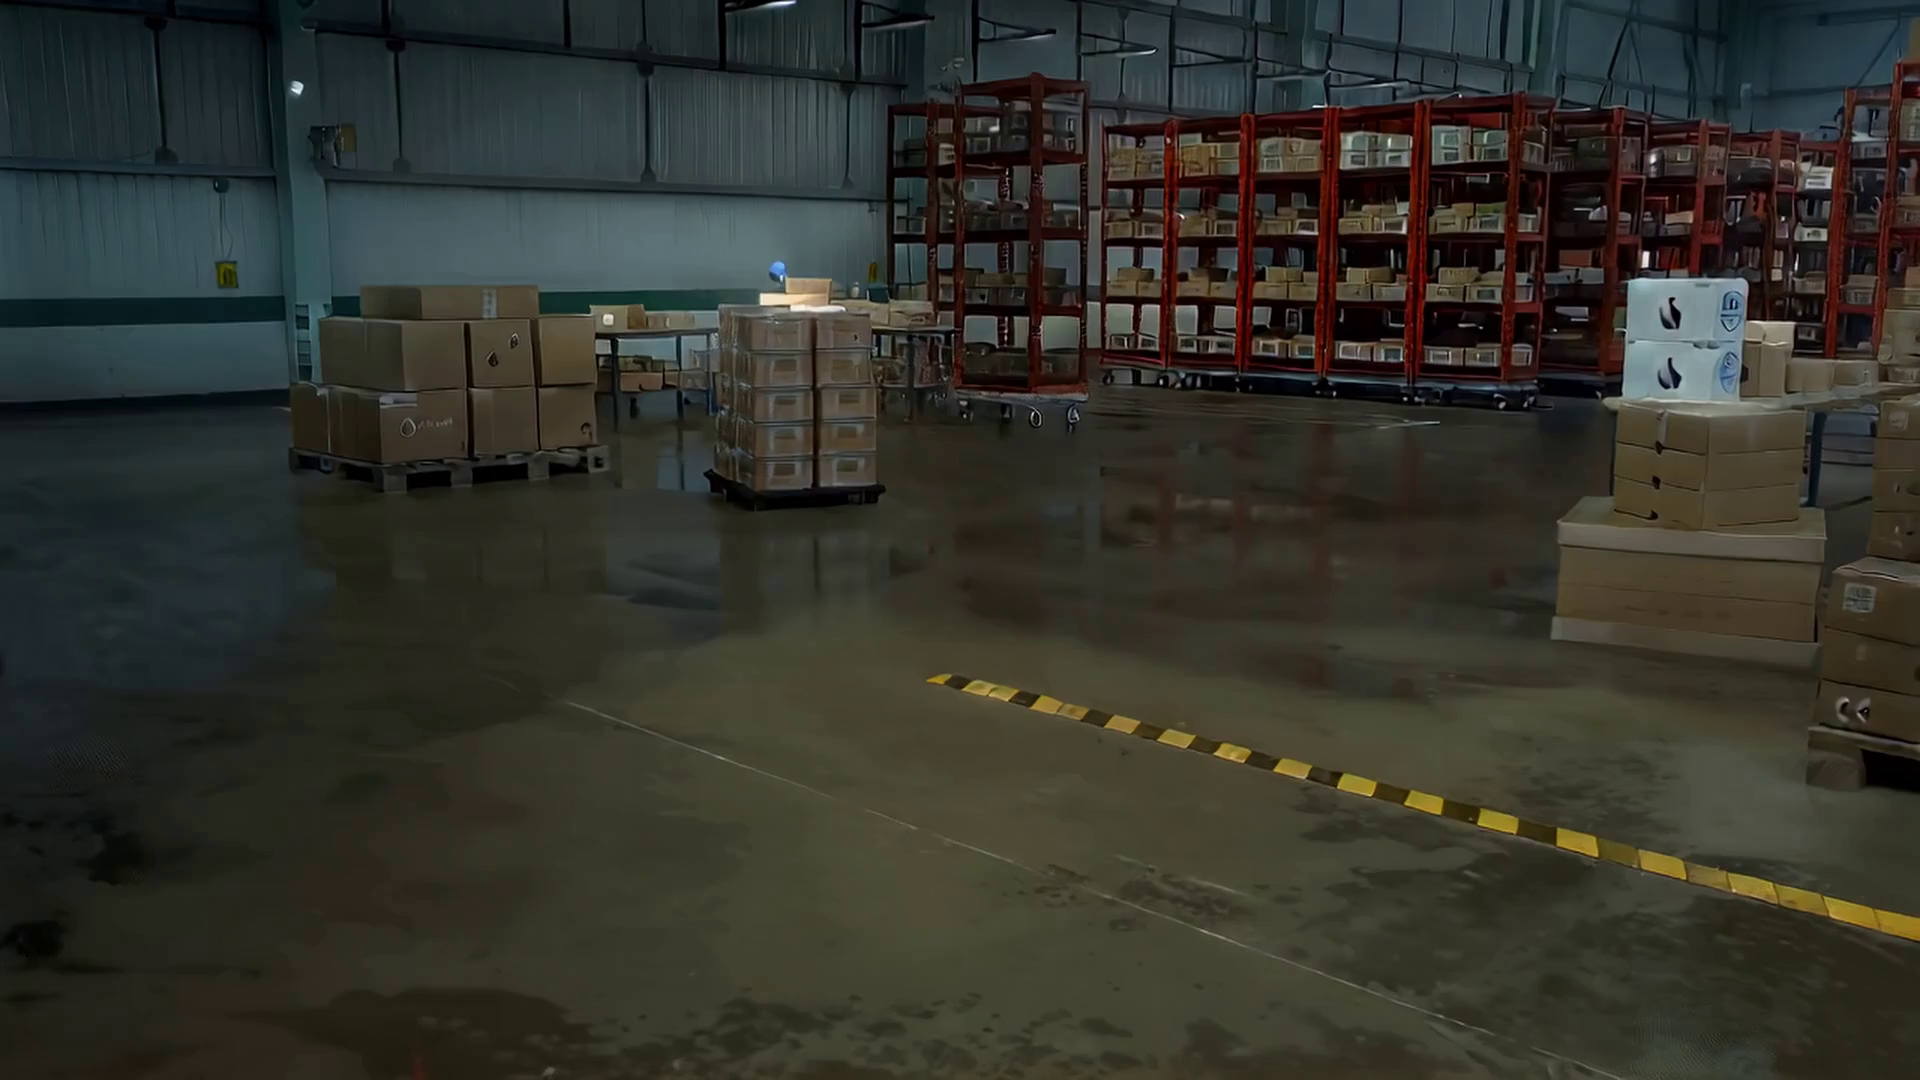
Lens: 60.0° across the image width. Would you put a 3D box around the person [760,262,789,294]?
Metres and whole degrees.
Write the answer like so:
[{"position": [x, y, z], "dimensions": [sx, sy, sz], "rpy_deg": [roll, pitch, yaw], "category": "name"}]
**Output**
[{"position": [-2.509, -2.839, 22.184], "dimensions": [0.842, 1.720, 0.569], "rpy_deg": [-8, 13, -41], "category": "person"}]
